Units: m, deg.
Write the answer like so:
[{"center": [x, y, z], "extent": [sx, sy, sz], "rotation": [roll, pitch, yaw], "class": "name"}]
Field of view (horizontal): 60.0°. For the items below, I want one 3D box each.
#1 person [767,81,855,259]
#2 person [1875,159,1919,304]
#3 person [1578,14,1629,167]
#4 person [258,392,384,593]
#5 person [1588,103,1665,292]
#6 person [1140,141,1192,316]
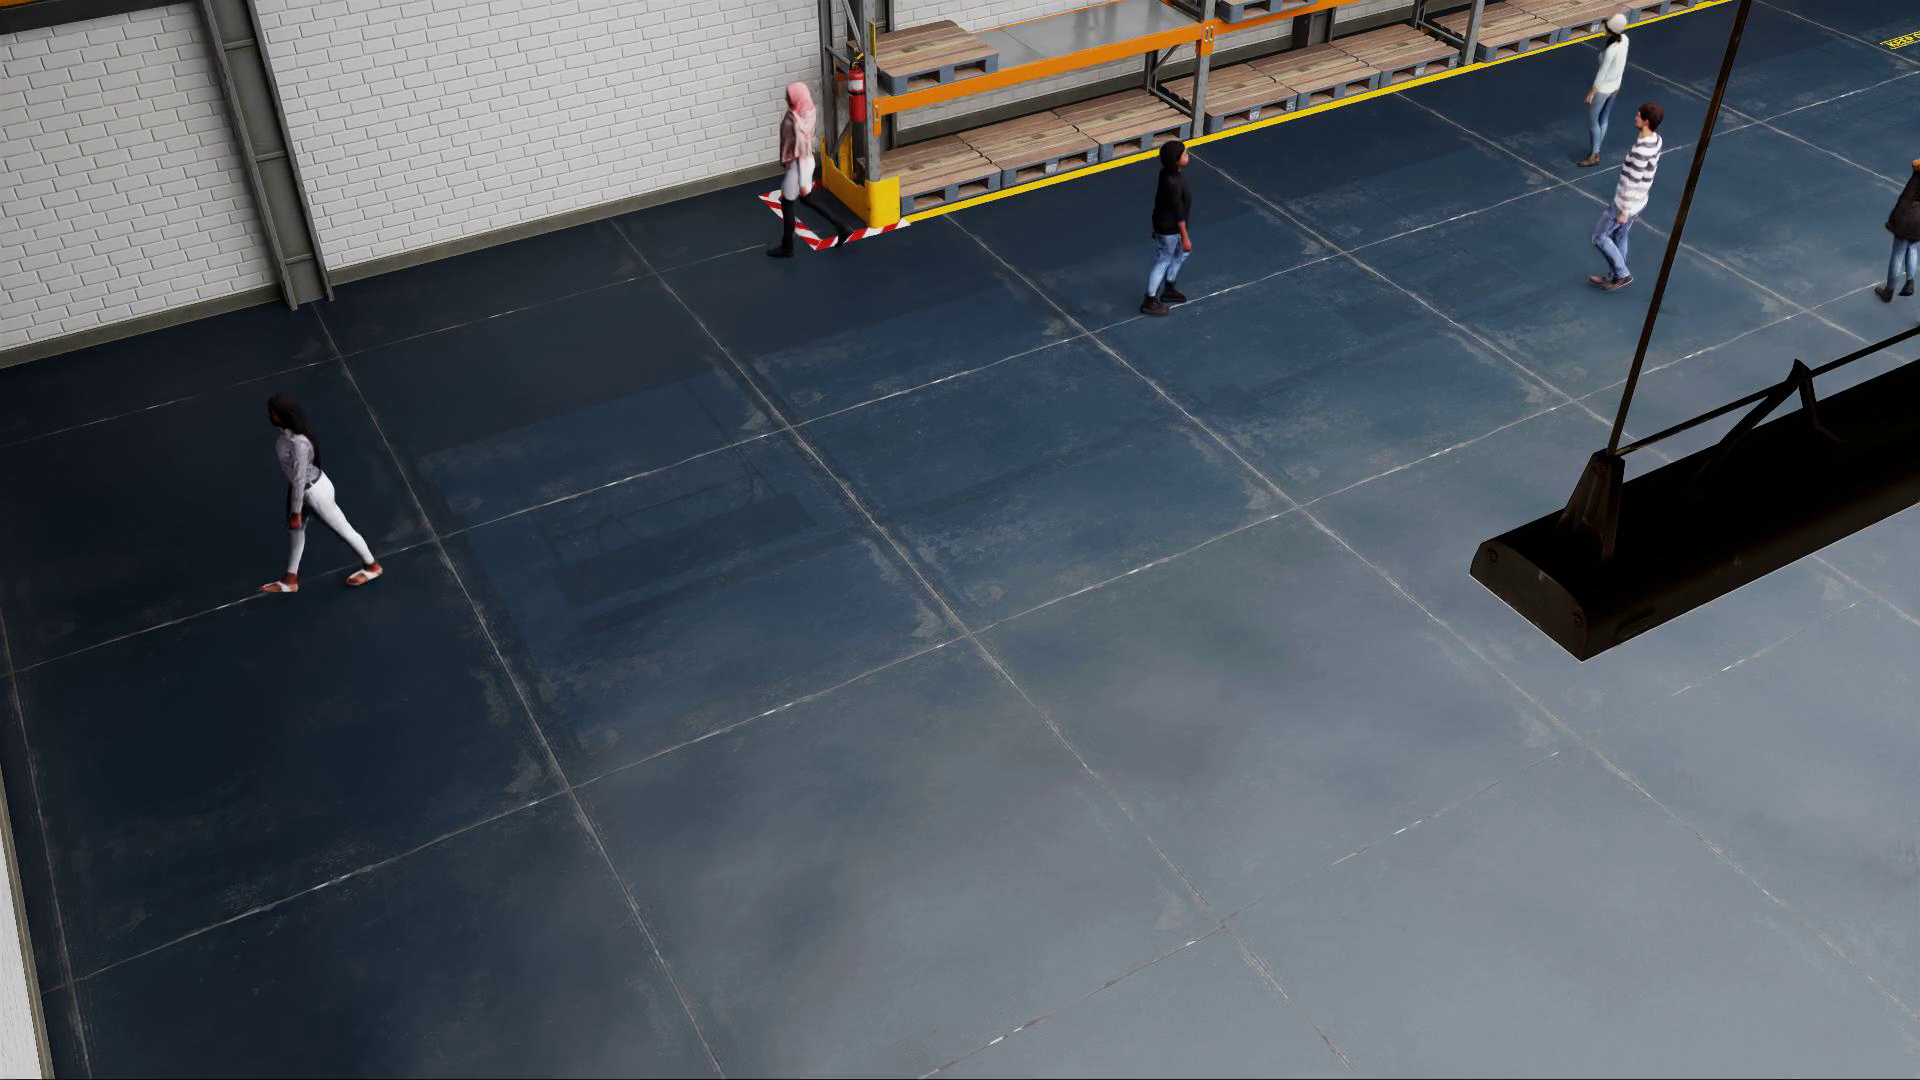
[{"center": [-1.433, -3.477, 15.693], "extent": [1.168, 1.782, 1.032], "rotation": [3, 39, 3], "class": "person"}, {"center": [8.693, -2.863, 15.048], "extent": [0.706, 1.627, 0.787], "rotation": [-3, 39, -4], "class": "person"}, {"center": [6.796, -4.757, 17.418], "extent": [0.585, 1.630, 0.811], "rotation": [-22, 44, -25], "class": "person"}, {"center": [-4.505, -0.326, 11.826], "extent": [1.055, 1.684, 0.595], "rotation": [-21, 43, -24], "class": "person"}, {"center": [6.166, -3.053, 15.117], "extent": [0.863, 1.838, 0.779], "rotation": [22, 44, 25], "class": "person"}, {"center": [1.780, -2.756, 14.867], "extent": [0.790, 1.687, 0.717], "rotation": [-2, 39, -2], "class": "person"}]
